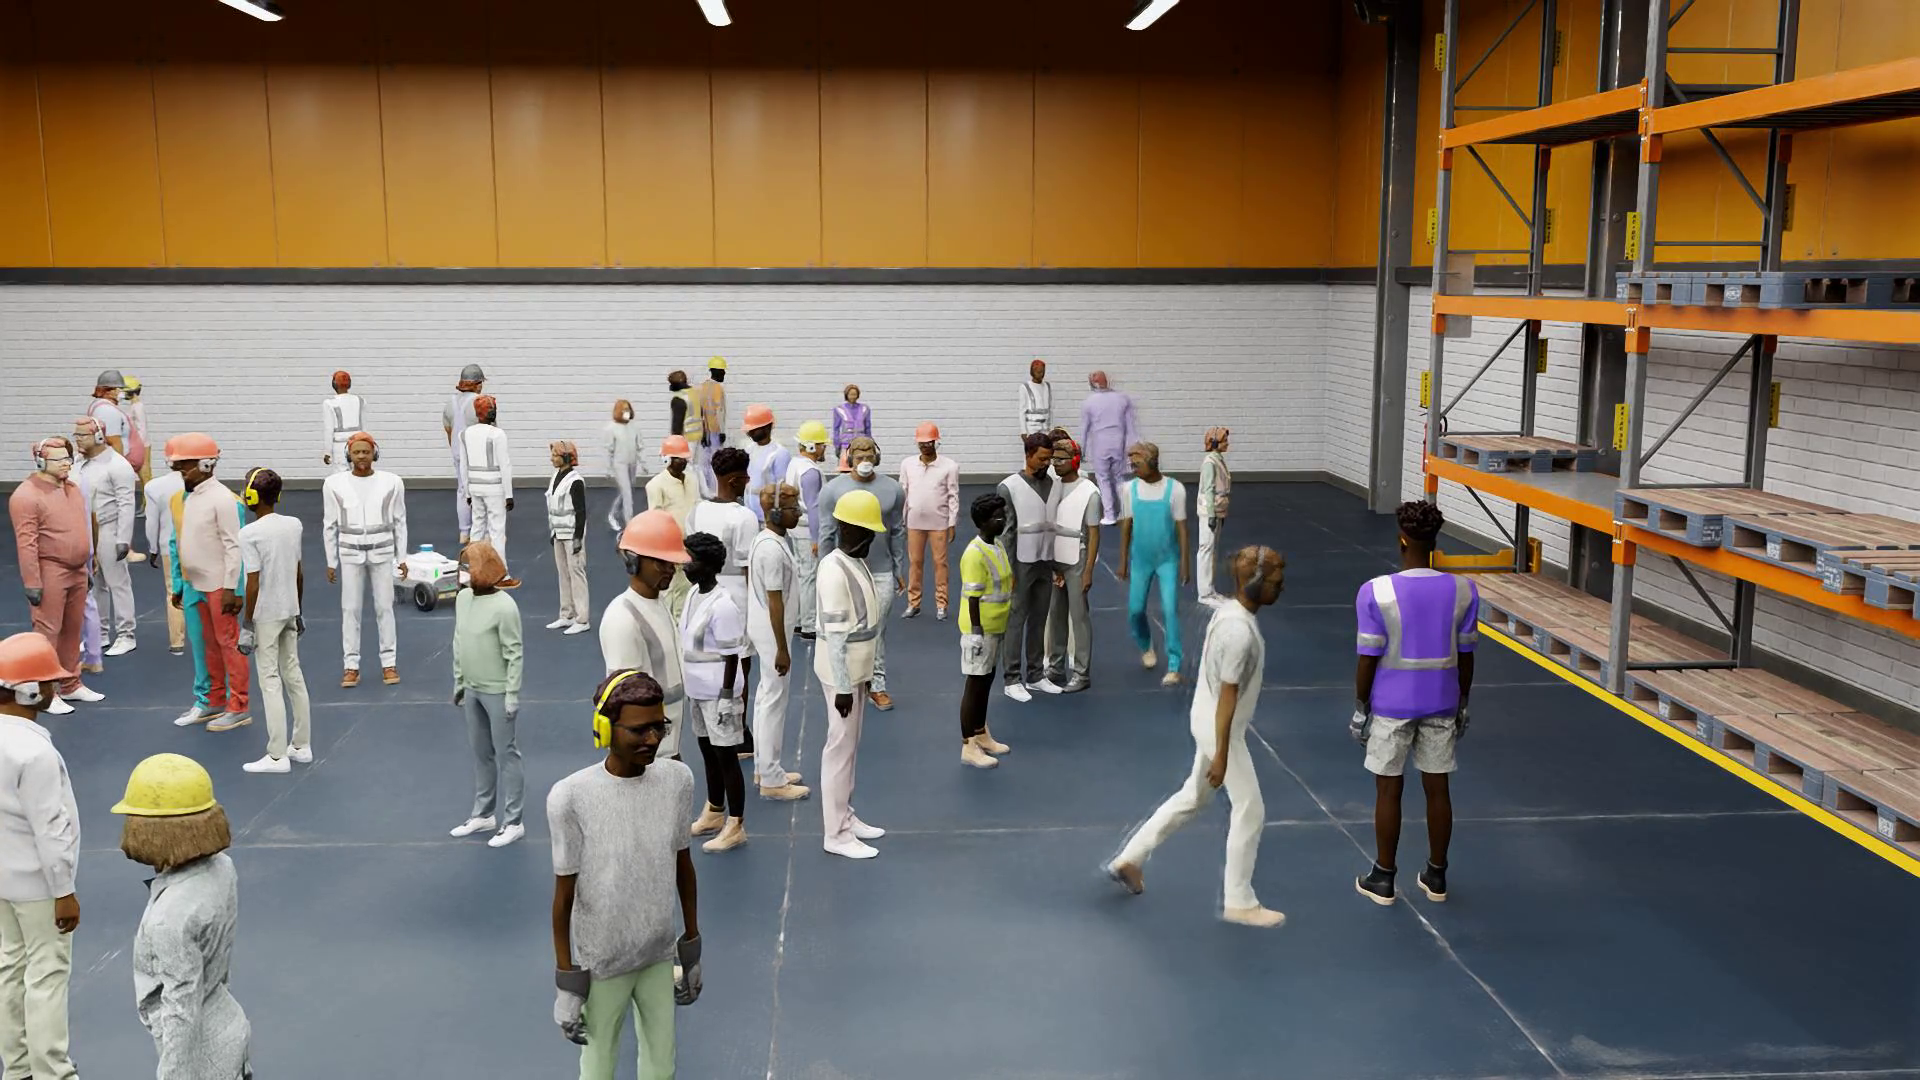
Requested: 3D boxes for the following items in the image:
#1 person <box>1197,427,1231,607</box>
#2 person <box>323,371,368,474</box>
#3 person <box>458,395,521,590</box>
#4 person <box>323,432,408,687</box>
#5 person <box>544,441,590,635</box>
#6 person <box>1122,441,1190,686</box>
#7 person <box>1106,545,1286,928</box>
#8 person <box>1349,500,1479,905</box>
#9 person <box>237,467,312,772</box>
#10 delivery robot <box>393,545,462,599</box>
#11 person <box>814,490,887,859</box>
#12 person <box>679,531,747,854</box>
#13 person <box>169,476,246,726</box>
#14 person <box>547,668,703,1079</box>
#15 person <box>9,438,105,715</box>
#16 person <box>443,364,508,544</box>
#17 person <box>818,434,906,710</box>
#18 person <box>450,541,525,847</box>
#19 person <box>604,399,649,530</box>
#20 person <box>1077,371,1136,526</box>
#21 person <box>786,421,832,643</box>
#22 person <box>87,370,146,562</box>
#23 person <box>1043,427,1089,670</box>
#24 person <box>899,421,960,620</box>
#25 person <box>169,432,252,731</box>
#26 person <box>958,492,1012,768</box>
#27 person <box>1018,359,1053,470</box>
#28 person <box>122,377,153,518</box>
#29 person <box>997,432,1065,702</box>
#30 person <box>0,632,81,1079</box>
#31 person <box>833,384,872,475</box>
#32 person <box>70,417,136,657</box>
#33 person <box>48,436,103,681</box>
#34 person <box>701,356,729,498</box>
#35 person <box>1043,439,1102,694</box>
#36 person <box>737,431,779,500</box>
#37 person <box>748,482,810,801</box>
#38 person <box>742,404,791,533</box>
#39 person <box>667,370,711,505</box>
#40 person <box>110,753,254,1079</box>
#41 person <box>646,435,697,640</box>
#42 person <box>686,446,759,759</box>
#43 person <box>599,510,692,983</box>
[{"bbox_3d":[2.332,-0.220,15.301,0.312,1.639,0.512,3,9,17],"label":"person"},{"bbox_3d":[-7.395,-1.093,20.020,0.354,1.882,0.576,6,11,34],"label":"person"},{"bbox_3d":[-4.532,-0.453,15.999,0.573,1.883,0.355,4,10,25],"label":"person"},{"bbox_3d":[-4.370,0.141,12.263,0.576,1.883,0.352,-3,9,-18],"label":"person"},{"bbox_3d":[-3.322,-0.026,14.078,0.306,1.640,0.522,-7,12,-38],"label":"person"},{"bbox_3d":[1.480,0.155,12.458,0.555,1.813,0.524,4,10,22],"label":"person"},{"bbox_3d":[1.108,0.903,7.768,0.812,1.806,0.551,1,9,6],"label":"person"},{"bbox_3d":[2.171,0.781,7.991,0.606,1.966,0.367,-1,9,-7],"label":"person"},{"bbox_3d":[-4.205,0.485,10.148,0.325,1.871,0.524,3,9,17],"label":"person"},{"bbox_3d":[-4.868,0.285,15.223,0.707,0.478,0.477,7,11,37],"label":"delivery robot"},{"bbox_3d":[-0.565,0.689,8.717,0.381,1.917,0.585,1,9,5],"label":"person"},{"bbox_3d":[-1.310,0.792,8.757,0.319,1.695,0.538,-5,10,-29],"label":"person"},{"bbox_3d":[-5.028,0.302,11.150,0.591,1.919,0.392,3,9,17],"label":"person"},{"bbox_3d":[-1.003,1.301,5.072,0.509,1.860,0.334,-7,12,-39],"label":"person"},{"bbox_3d":[-6.254,0.240,11.571,0.403,1.906,0.652,1,9,5],"label":"person"},{"bbox_3d":[-5.430,-0.967,18.729,0.679,2.000,0.537,5,10,28],"label":"person"},{"bbox_3d":[-0.672,0.232,11.519,0.633,1.938,0.356,-3,10,-20],"label":"person"},{"bbox_3d":[-2.518,0.809,8.849,0.498,1.634,0.283,7,11,37],"label":"person"},{"bbox_3d":[-3.951,-0.861,19.426,0.780,1.605,0.495,8,12,40],"label":"person"},{"bbox_3d":[1.764,-1.110,20.167,0.674,1.867,0.502,-3,10,-20],"label":"person"},{"bbox_3d":[-1.235,-0.073,13.770,0.403,1.830,0.600,-3,10,-20],"label":"person"},{"bbox_3d":[-8.932,-0.792,17.632,0.536,2.000,0.683,-8,12,-40],"label":"person"},{"bbox_3d":[0.741,0.066,12.779,0.526,1.869,0.315,-1,9,-3],"label":"person"},{"bbox_3d":[-0.286,-0.169,14.615,0.563,1.752,0.325,2,9,14],"label":"person"},{"bbox_3d":[-5.000,0.273,11.083,0.612,1.994,0.394,8,12,40],"label":"person"},{"bbox_3d":[0.161,0.546,10.307,0.317,1.694,0.540,3,9,17],"label":"person"},{"bbox_3d":[1.050,-1.537,22.838,0.585,1.878,0.364,-8,12,-40],"label":"person"},{"bbox_3d":[-10.282,-1.154,20.787,0.337,1.761,0.526,-6,11,-32],"label":"person"},{"bbox_3d":[0.510,0.179,11.933,0.587,1.915,0.392,-9,12,-43],"label":"person"},{"bbox_3d":[-3.346,1.198,6.040,0.576,1.747,0.339,7,12,38],"label":"person"},{"bbox_3d":[-1.389,-1.194,21.446,0.515,1.632,0.314,-4,10,-22],"label":"person"},{"bbox_3d":[-6.869,-0.028,13.250,0.636,1.911,0.406,4,10,24],"label":"person"},{"bbox_3d":[-6.681,0.136,12.470,0.357,1.835,0.518,3,9,17],"label":"person"},{"bbox_3d":[-3.329,-1.542,22.703,0.377,1.922,0.593,-5,10,-28],"label":"person"},{"bbox_3d":[0.798,0.184,12.125,0.390,1.843,0.565,-7,12,-39],"label":"person"},{"bbox_3d":[-2.139,-0.551,17.532,0.518,1.577,0.875,5,10,28],"label":"person"},{"bbox_3d":[-1.063,0.579,9.634,0.325,1.843,0.516,-2,9,-12],"label":"person"},{"bbox_3d":[-1.701,-0.212,14.343,0.376,1.928,0.542,-9,13,-44],"label":"person"},{"bbox_3d":[-3.553,-1.305,21.603,0.458,1.804,0.656,2,9,11],"label":"person"},{"bbox_3d":[-2.119,1.435,4.577,0.296,1.744,0.487,-2,9,-12],"label":"person"},{"bbox_3d":[-2.273,0.021,13.423,0.336,1.749,0.575,5,10,28],"label":"person"},{"bbox_3d":[-1.451,0.387,10.458,0.613,1.963,0.361,8,12,40],"label":"person"},{"bbox_3d":[-1.316,0.881,7.143,0.387,2.037,0.605,0,9,2],"label":"person"}]
